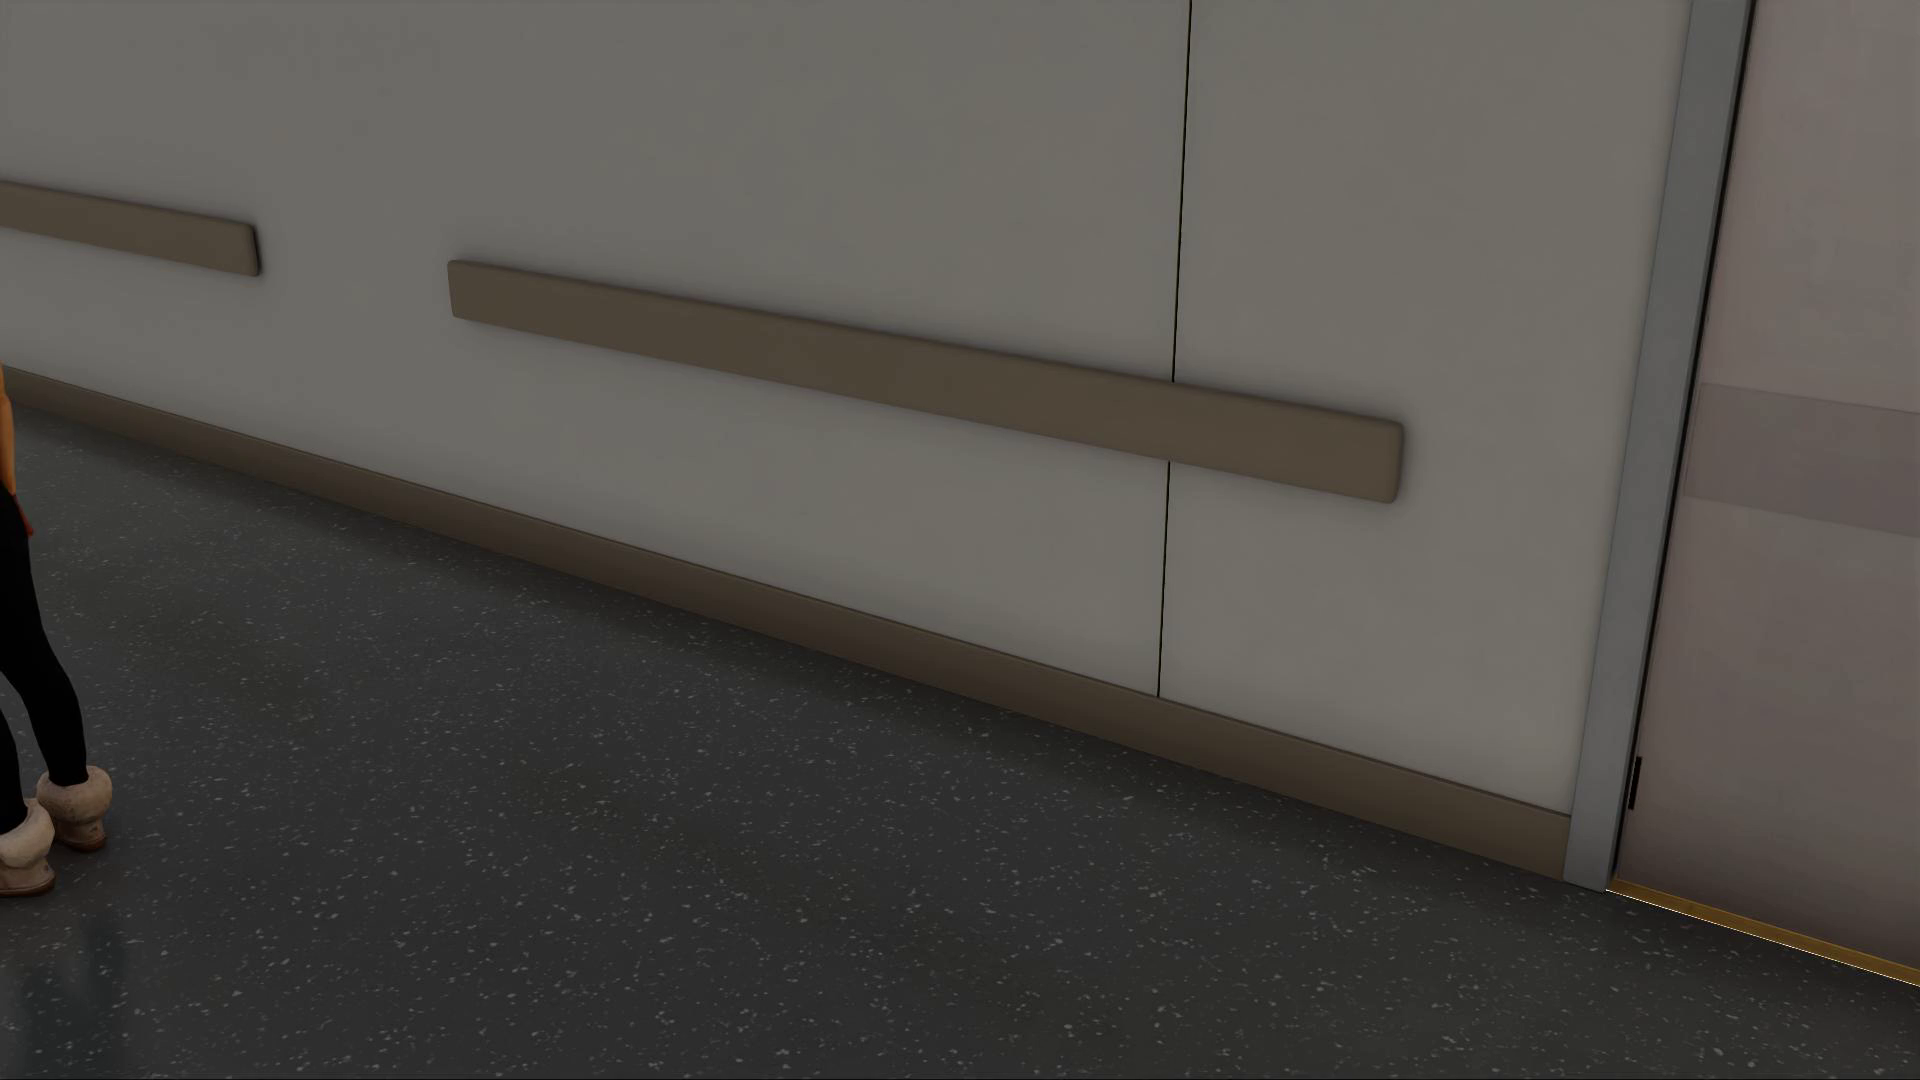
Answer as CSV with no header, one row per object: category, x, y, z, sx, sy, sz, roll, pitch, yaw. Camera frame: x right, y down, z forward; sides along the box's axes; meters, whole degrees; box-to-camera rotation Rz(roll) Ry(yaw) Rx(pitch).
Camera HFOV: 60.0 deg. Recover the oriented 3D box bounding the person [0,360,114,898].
person,-2.141,-0.030,3.516,0.728,1.658,0.595,5,21,13
